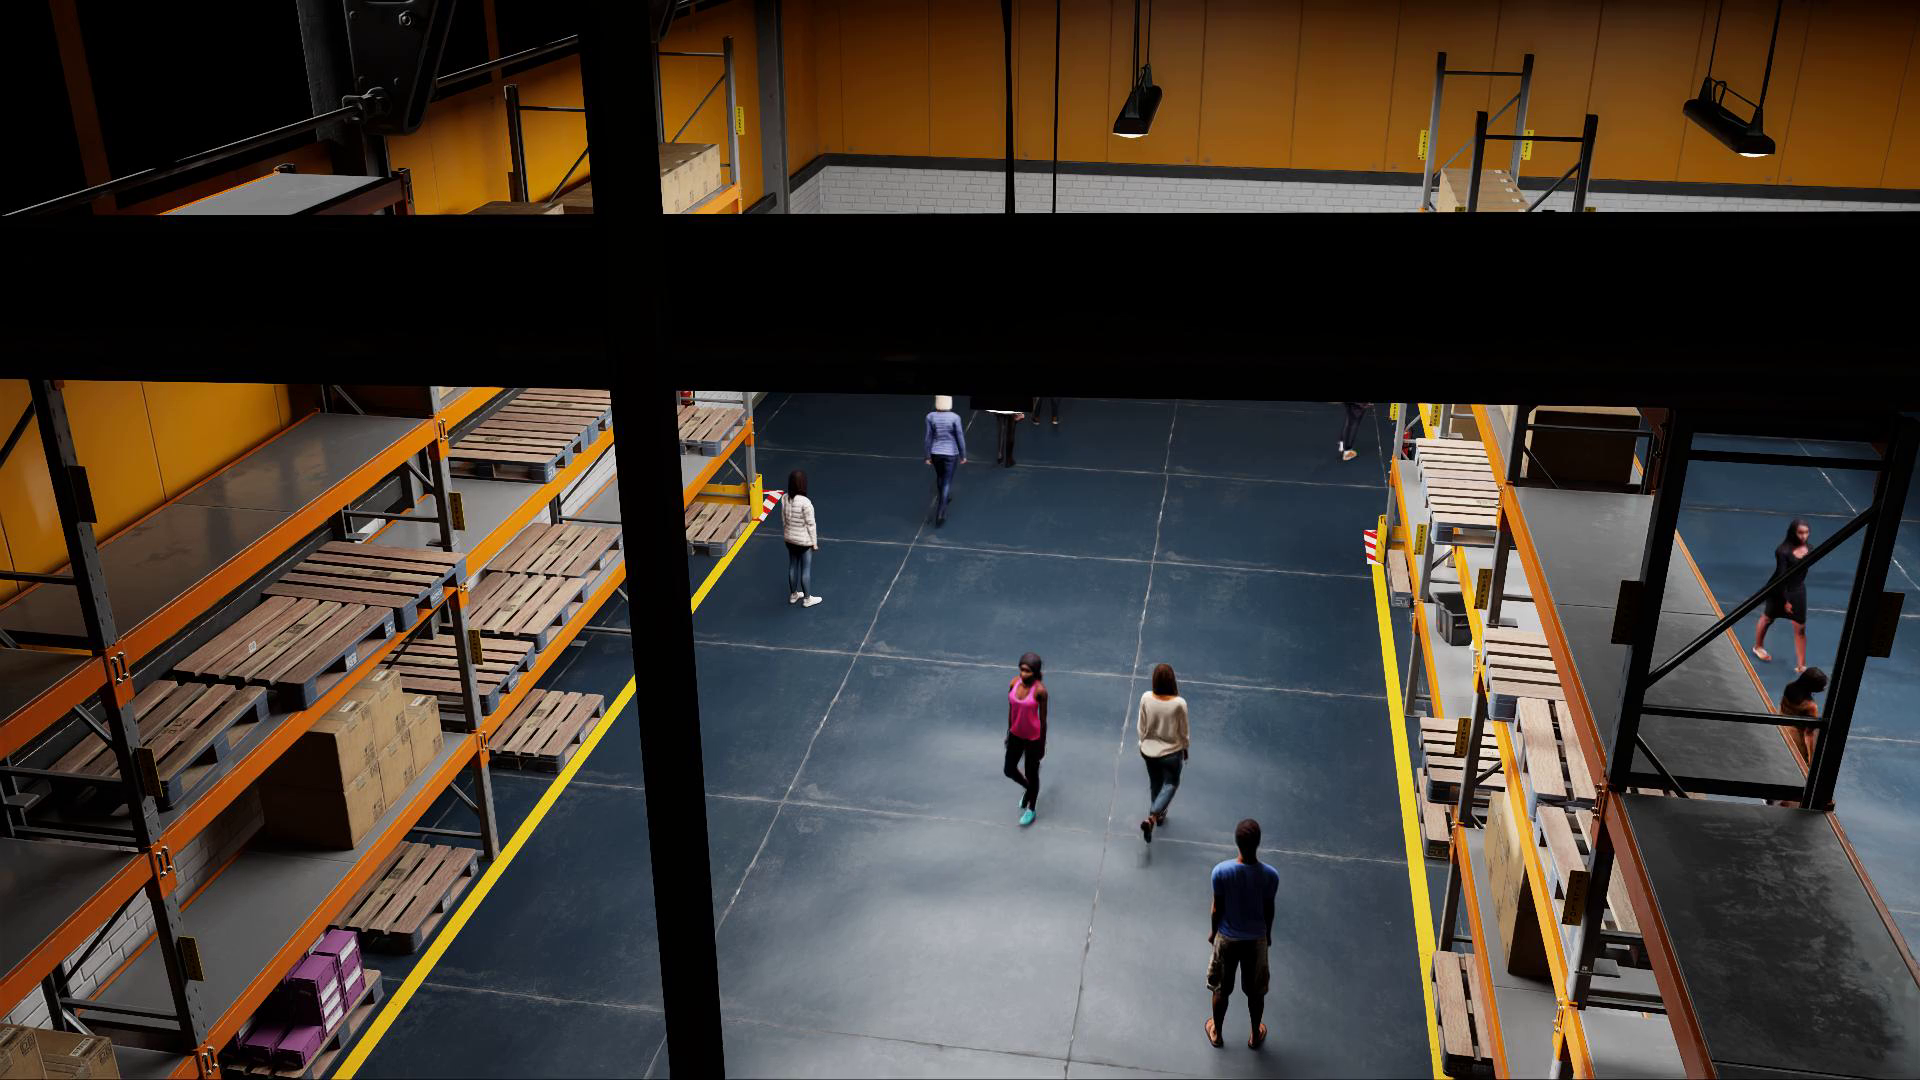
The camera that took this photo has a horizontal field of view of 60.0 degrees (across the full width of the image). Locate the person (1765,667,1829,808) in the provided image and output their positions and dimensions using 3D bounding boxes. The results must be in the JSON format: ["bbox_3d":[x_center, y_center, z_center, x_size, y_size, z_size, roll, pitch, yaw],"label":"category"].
[{"bbox_3d":[7.328,1.812,14.714,0.725,1.663,0.588,-12,26,-25],"label":"person"}]

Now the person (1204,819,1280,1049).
[{"bbox_3d":[2.044,2.864,12.056,0.657,1.864,0.571,3,24,6],"label":"person"}]

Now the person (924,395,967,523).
[{"bbox_3d":[-0.218,-1.053,21.217,0.753,1.704,1.146,7,25,16],"label":"person"}]

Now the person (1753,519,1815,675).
[{"bbox_3d":[8.655,0.544,17.586,0.882,1.686,1.138,-6,24,-13],"label":"person"}]

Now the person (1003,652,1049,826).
[{"bbox_3d":[0.648,1.729,14.844,0.705,1.711,0.767,16,28,32],"label":"person"}]

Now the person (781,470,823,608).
[{"bbox_3d":[-1.830,-0.028,18.957,0.695,1.637,0.688,16,28,32],"label":"person"}]

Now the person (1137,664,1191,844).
[{"bbox_3d":[1.748,1.883,14.559,0.828,1.658,1.028,13,27,27],"label":"person"}]
